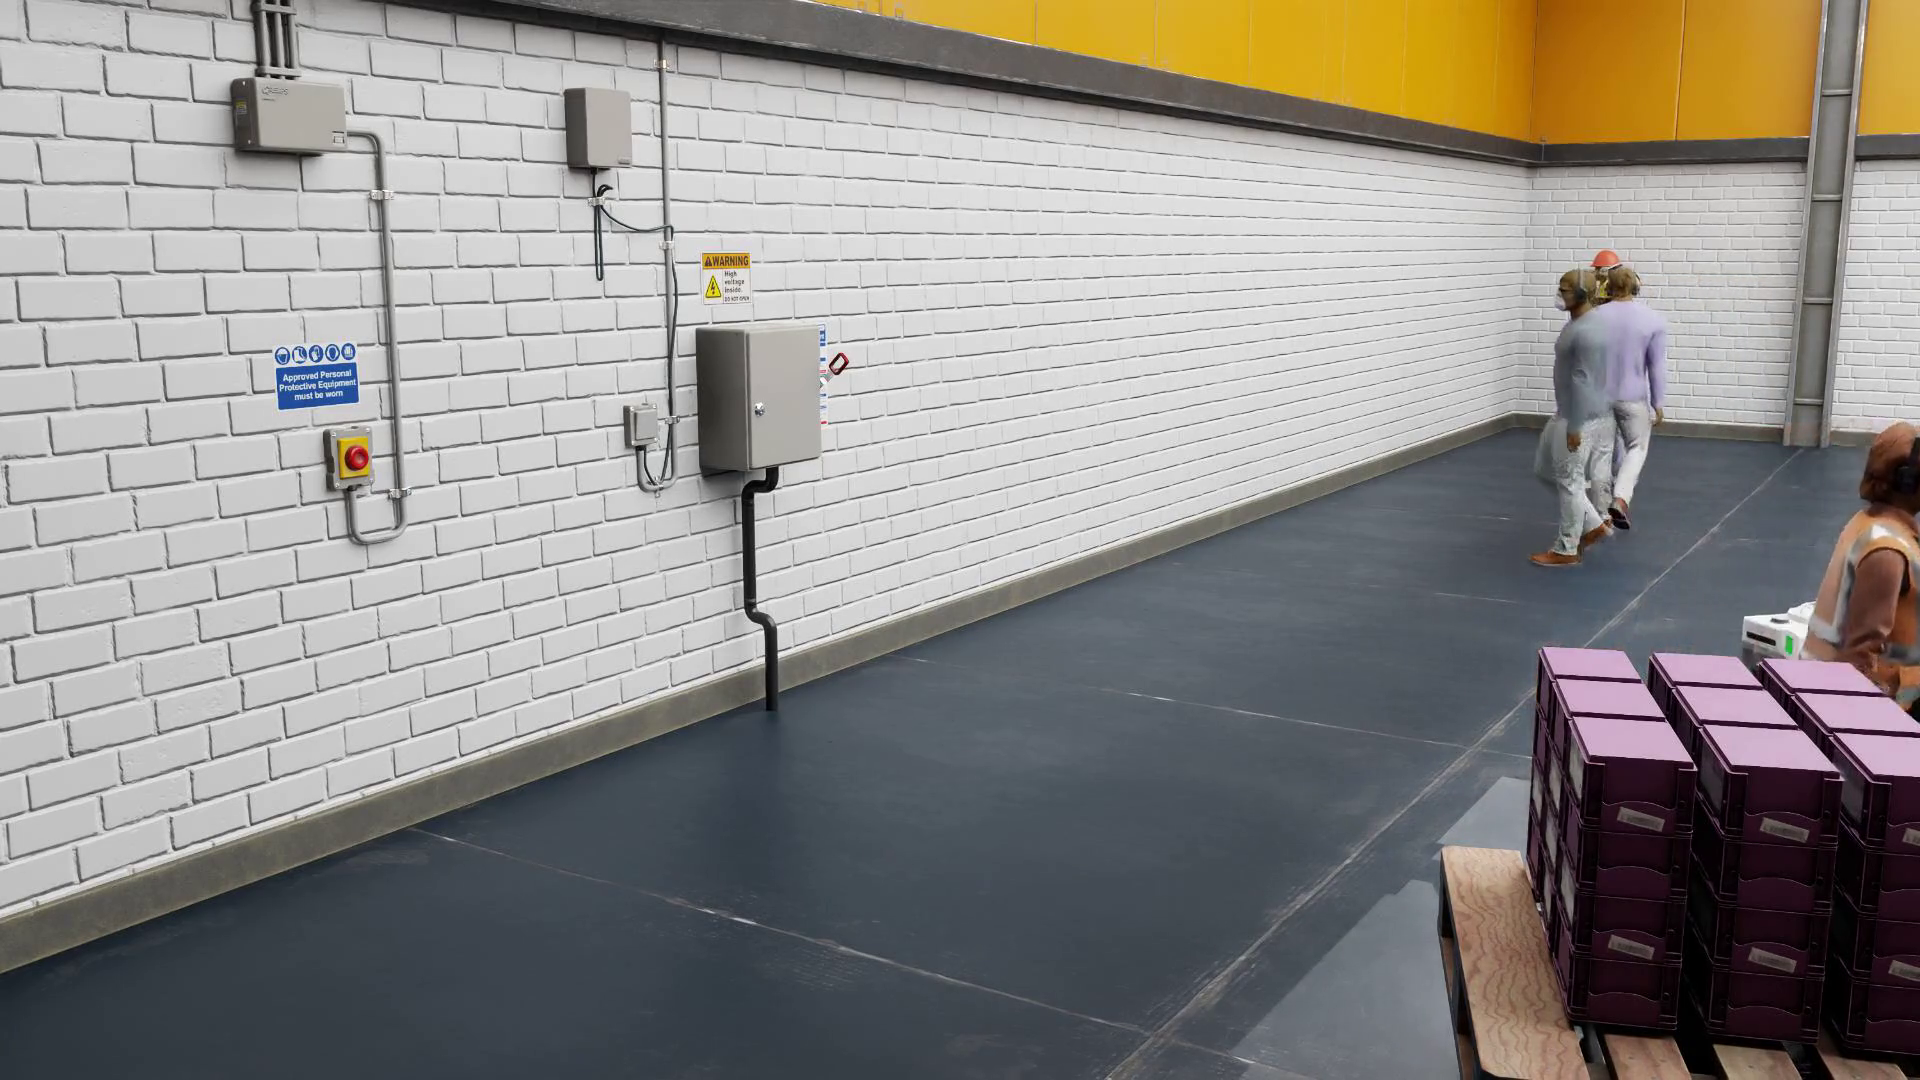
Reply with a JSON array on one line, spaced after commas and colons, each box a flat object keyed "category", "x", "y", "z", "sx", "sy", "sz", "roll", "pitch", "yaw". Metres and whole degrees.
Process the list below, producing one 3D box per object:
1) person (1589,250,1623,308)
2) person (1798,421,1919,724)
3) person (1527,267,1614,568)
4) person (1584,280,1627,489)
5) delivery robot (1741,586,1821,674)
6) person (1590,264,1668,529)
[{"category": "person", "x": 6.689, "y": -2.008, "z": 17.320, "sx": 0.379, "sy": 1.996, "sz": 0.610, "roll": 7, "pitch": 12, "yaw": 34}, {"category": "person", "x": 2.519, "y": 0.489, "z": 4.517, "sx": 0.579, "sy": 1.616, "sz": 0.526, "roll": 4, "pitch": 11, "yaw": 20}, {"category": "person", "x": 3.908, "y": -0.766, "z": 10.618, "sx": 0.442, "sy": 1.929, "sz": 0.649, "roll": 2, "pitch": 11, "yaw": 13}, {"category": "person", "x": 5.454, "y": -1.301, "z": 14.038, "sx": 0.526, "sy": 1.769, "sz": 0.328, "roll": -5, "pitch": 12, "yaw": -28}, {"category": "delivery robot", "x": 3.874, "y": 0.450, "z": 7.435, "sx": 0.707, "sy": 0.478, "sz": 0.477, "roll": -3, "pitch": 10, "yaw": -14}, {"category": "person", "x": 4.681, "y": -0.995, "z": 11.882, "sx": 0.655, "sy": 1.928, "sz": 0.460, "roll": 6, "pitch": 12, "yaw": 29}]
